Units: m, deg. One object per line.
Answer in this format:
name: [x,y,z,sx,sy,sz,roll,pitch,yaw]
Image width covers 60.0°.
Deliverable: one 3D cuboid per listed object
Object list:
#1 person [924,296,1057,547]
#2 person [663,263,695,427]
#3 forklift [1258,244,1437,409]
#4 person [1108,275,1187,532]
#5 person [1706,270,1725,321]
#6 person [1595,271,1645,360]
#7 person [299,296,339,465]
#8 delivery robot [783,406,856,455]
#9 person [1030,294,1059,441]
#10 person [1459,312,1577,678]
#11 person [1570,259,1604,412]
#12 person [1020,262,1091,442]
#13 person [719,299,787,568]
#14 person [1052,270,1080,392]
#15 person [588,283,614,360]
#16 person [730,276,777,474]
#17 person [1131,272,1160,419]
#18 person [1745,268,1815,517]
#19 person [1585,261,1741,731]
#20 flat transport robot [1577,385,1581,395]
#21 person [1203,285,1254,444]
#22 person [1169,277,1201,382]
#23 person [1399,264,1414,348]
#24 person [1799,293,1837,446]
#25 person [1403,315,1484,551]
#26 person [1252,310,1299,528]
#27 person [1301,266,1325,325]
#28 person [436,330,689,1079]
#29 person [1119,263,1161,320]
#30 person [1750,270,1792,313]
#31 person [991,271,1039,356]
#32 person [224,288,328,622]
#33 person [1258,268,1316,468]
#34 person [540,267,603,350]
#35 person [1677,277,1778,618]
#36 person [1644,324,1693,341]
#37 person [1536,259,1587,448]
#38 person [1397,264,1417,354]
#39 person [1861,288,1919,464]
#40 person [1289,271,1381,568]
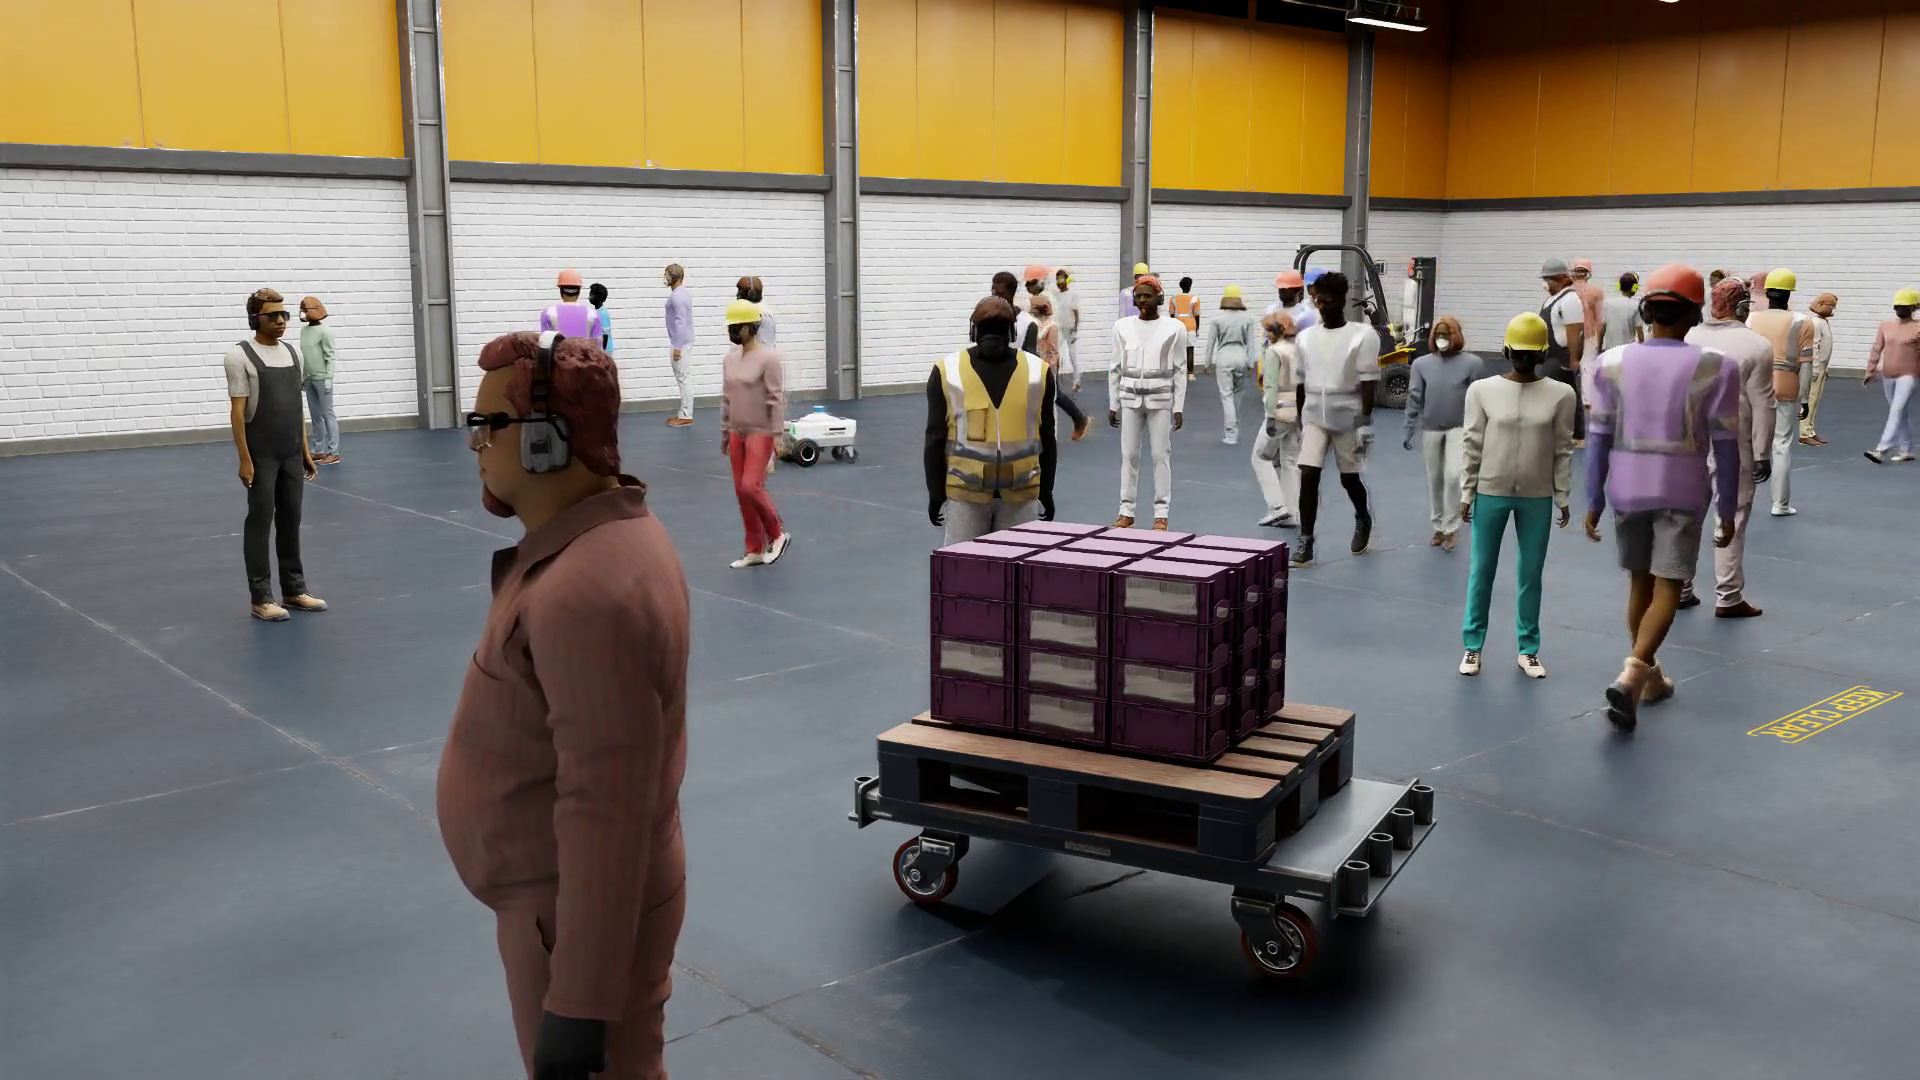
person: [0.149,-0.220,7.818,0.634,1.839,0.429,-1,10,-7]
person: [-3.338,-2.311,19.766,0.377,1.940,0.628,-1,10,-6]
forklift: [5.256,-2.933,22.661,2.313,2.155,1.214,3,10,16]
person: [1.358,-0.981,12.144,0.579,1.883,0.352,3,10,20]
person: [11.243,-3.100,24.748,0.957,1.818,0.549,-4,11,-23]
person: [7.437,-2.082,18.675,0.398,1.852,0.561,-7,12,-37]
person: [-6.272,-1.552,16.214,0.498,1.634,0.278,7,12,36]
delivery robot: [-1.378,-1.063,16.234,0.707,0.478,0.477,-6,11,-29]
person: [0.833,-1.682,16.966,0.313,1.637,0.513,-5,11,-27]
person: [2.666,-0.208,7.985,0.523,1.760,0.325,2,10,10]
person: [8.062,-2.658,21.659,0.608,1.988,0.387,5,11,29]
person: [0.957,-1.973,17.734,0.898,1.963,0.624,-5,11,-28]
person: [-1.370,-0.671,10.719,0.545,1.747,0.372,8,13,41]
person: [1.543,-3.051,24.460,0.541,1.820,0.970,6,11,30]
person: [-4.372,-2.264,20.197,0.318,1.700,0.535,-4,11,-24]
person: [-1.926,-1.532,15.495,0.429,1.841,0.634,-4,10,-20]
person: [2.311,-2.395,20.570,0.430,1.830,0.596,-3,10,-15]
person: [6.322,-1.144,12.967,0.586,1.928,0.364,7,12,37]
person: [3.006,-0.194,7.188,0.619,2.011,0.964,8,12,38]
flat transport robot: [8.411,-2.175,23.843,0.652,0.197,1.431,2,10,8]
person: [2.926,-1.926,18.176,0.507,1.701,0.866,-1,10,-8]
person: [3.631,-3.404,26.900,0.528,1.691,0.320,4,10,21]
person: [7.537,-3.613,27.526,0.539,1.907,0.893,6,11,32]
person: [9.210,-1.829,17.844,0.289,1.632,0.497,7,12,37]
person: [3.309,-0.728,11.436,0.536,1.605,0.678,6,11,30]
person: [2.391,-0.892,12.375,0.412,1.614,0.539,8,13,40]
person: [3.965,-2.021,18.131,0.655,1.921,0.657,-6,11,-30]
person: [-0.634,0.617,2.721,0.405,1.906,0.652,-2,10,-10]
person: [2.519,-2.919,23.358,0.594,1.925,0.368,0,10,-2]
person: [8.525,-1.947,17.828,0.684,1.875,0.654,3,10,17]
person: [0.358,-1.150,13.060,0.623,1.906,0.451,9,13,43]
person: [-3.832,-0.478,9.310,0.345,1.846,0.506,4,11,23]
person: [3.188,-1.662,16.041,0.725,1.916,0.560,-9,13,-43]
person: [-3.526,-1.503,15.095,0.584,1.912,0.629,-4,10,-22]
person: [4.289,-0.519,9.374,0.407,1.908,0.641,-7,12,-34]
person: [7.870,-2.069,18.583,0.787,1.853,0.592,-4,10,-22]
person: [6.173,-1.968,17.464,1.009,2.000,0.693,2,10,9]
person: [7.188,-3.384,25.875,1.020,1.989,0.640,-3,10,-15]
person: [9.109,-1.584,16.194,0.942,1.709,0.525,-5,11,-26]
person: [2.486,-0.803,10.967,0.611,1.935,0.869,7,12,34]
